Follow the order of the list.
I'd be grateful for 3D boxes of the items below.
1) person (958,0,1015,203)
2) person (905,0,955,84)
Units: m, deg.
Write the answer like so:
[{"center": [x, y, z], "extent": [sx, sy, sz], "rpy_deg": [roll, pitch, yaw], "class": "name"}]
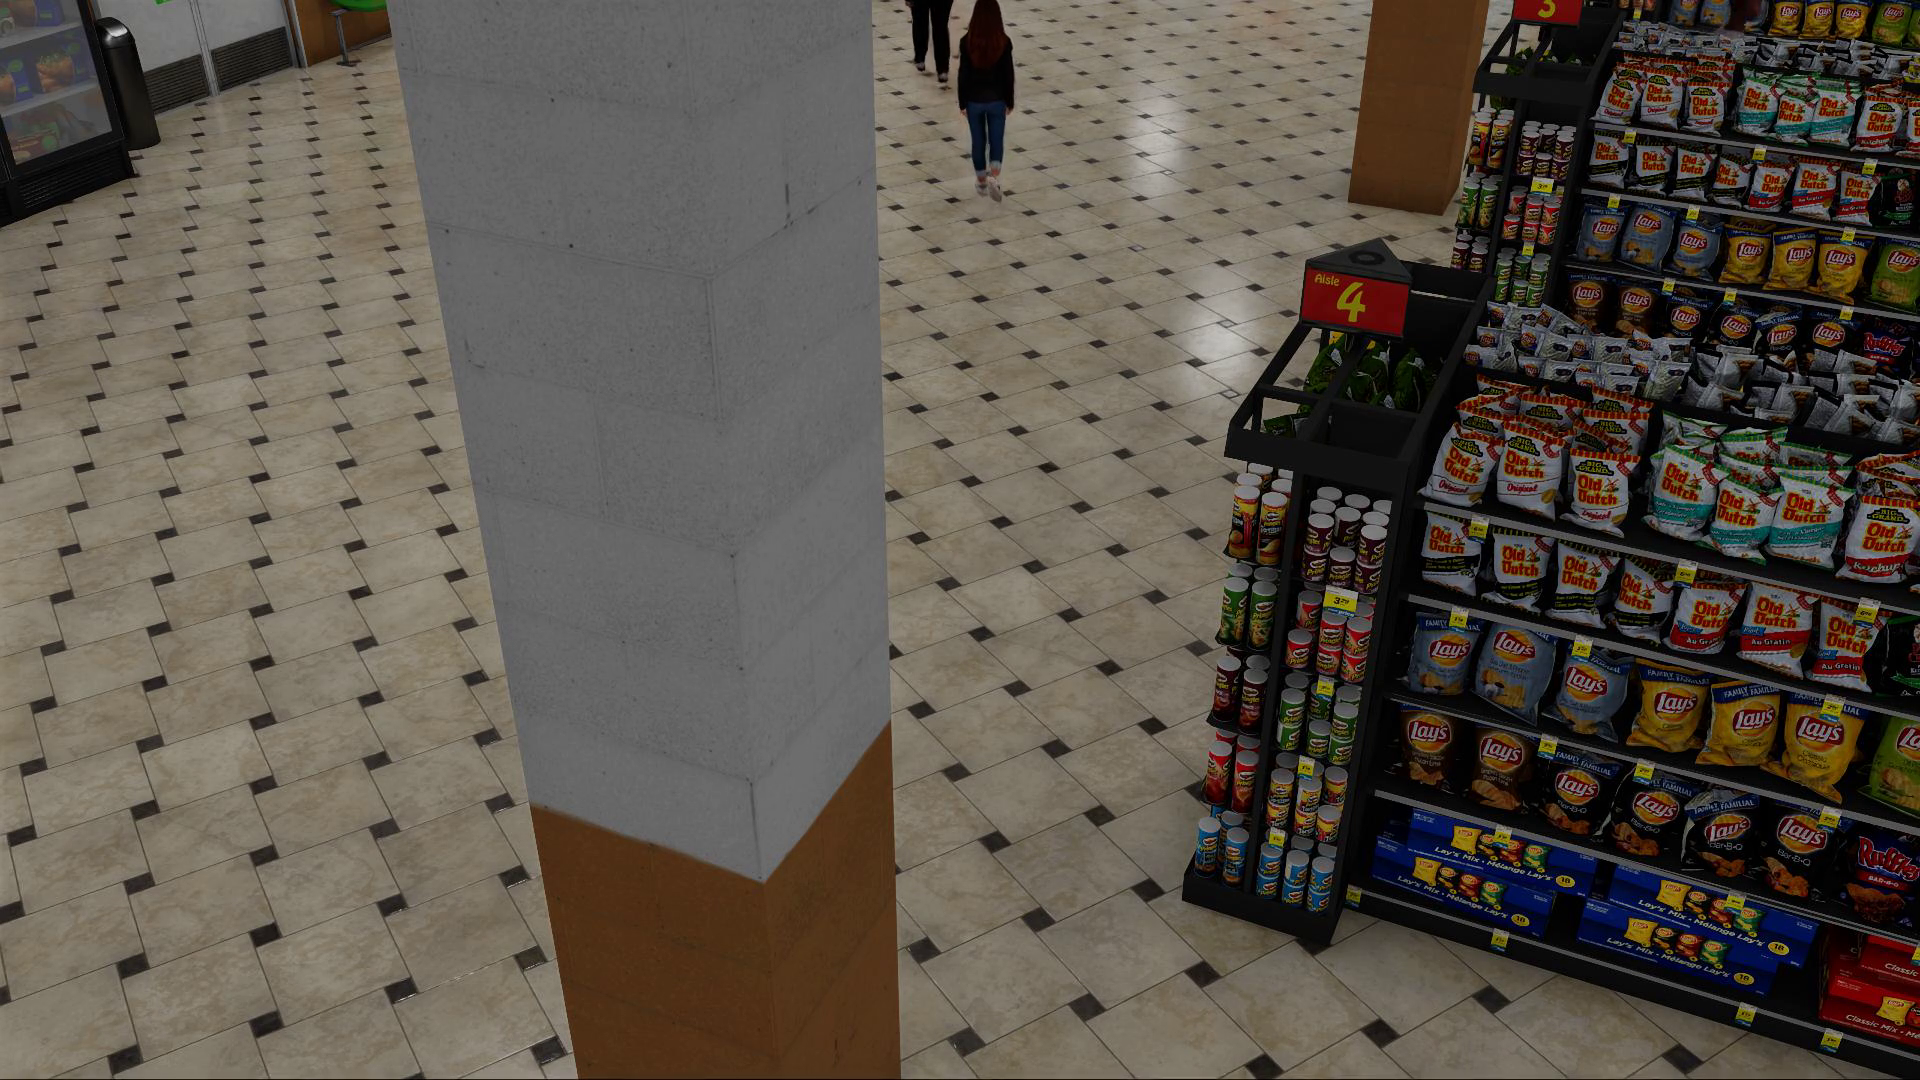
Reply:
[{"center": [0.185, -3.147, 11.962], "extent": [0.873, 1.469, 0.839], "rpy_deg": [-1, 32, -1], "class": "person"}, {"center": [-0.236, -4.731, 14.409], "extent": [1.160, 1.573, 1.121], "rpy_deg": [-5, 32, -8], "class": "person"}]
